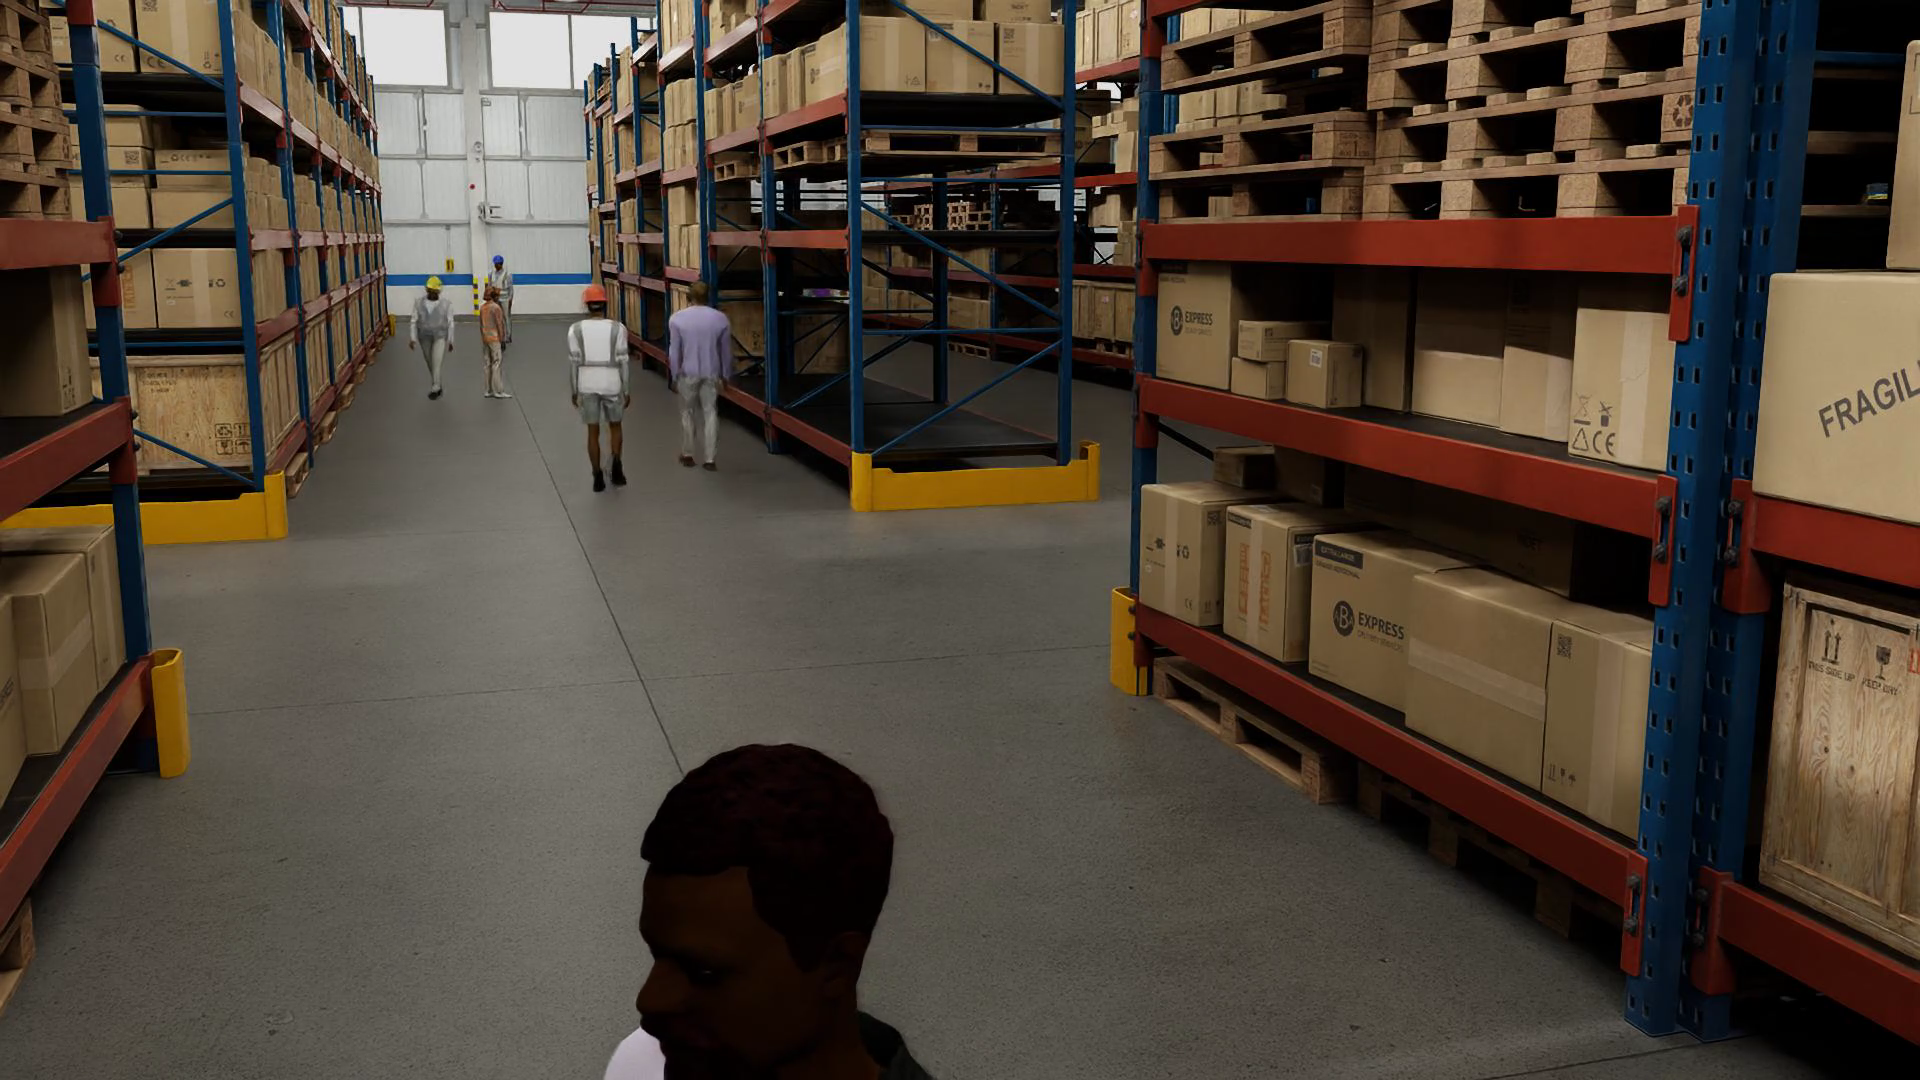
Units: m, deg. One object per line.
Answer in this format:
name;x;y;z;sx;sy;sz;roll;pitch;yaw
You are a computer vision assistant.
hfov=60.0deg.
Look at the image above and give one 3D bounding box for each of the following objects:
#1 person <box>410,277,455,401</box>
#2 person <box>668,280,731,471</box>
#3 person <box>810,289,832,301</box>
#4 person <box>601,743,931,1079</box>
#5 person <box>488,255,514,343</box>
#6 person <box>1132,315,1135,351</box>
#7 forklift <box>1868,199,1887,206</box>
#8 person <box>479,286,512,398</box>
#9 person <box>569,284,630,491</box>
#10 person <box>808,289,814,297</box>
person;-7.679;-2.949;24.266;0.591;1.781;0.967;0;10;-2
person;-2.662;-1.674;16.923;0.653;1.903;0.874;-4;11;-19
person;-3.431;-6.090;41.065;0.563;1.928;0.423;-2;10;-9
person;-0.138;1.115;1.598;0.591;1.919;0.392;9;14;40
person;-10.206;-5.349;36.949;0.607;1.948;0.390;3;11;15
person;2.486;-2.460;21.973;0.271;1.632;0.508;-9;14;-40
forklift;11.338;-2.915;21.052;1.129;2.768;1.873;-3;11;-17
person;-6.819;-2.885;24.291;0.513;1.640;0.309;8;13;39
person;-3.364;-1.430;15.556;0.562;1.908;0.711;-1;10;-8
person;-3.698;-6.419;43.400;0.827;1.733;0.540;-4;11;-20
